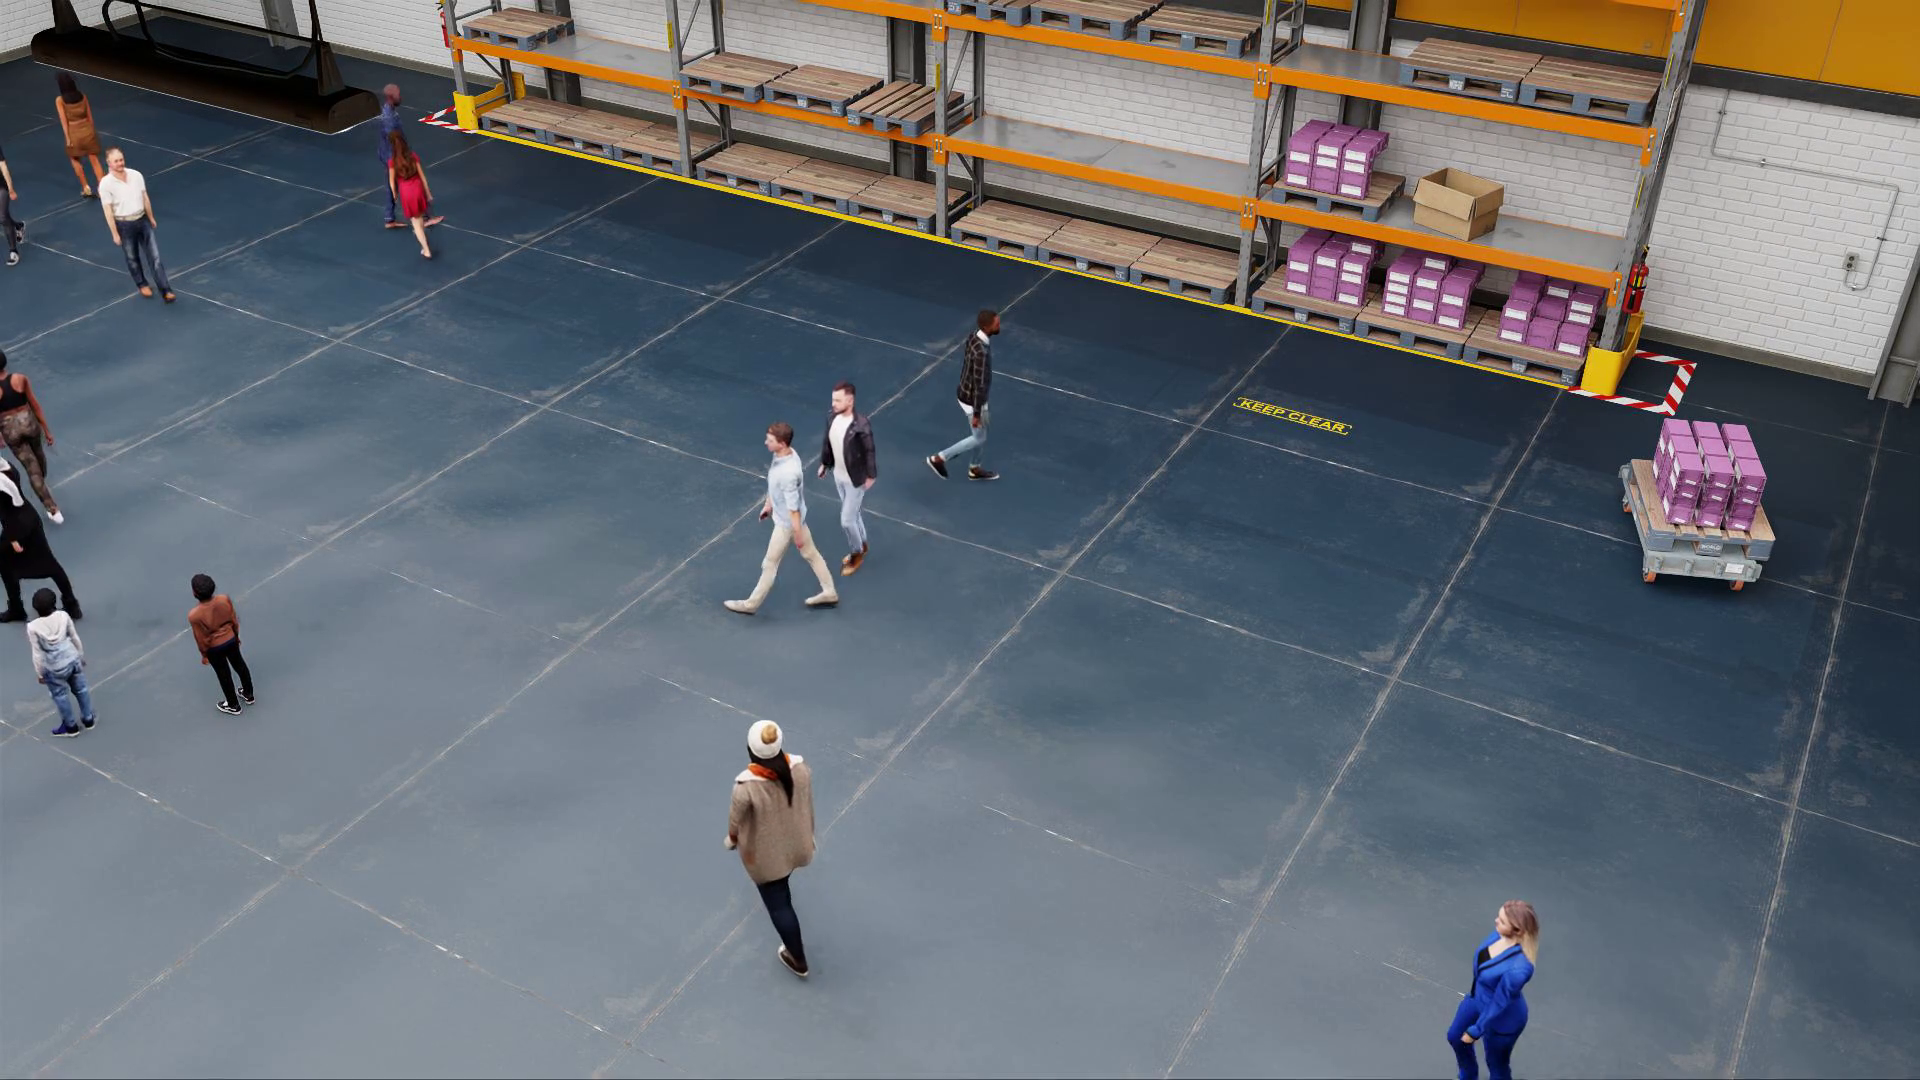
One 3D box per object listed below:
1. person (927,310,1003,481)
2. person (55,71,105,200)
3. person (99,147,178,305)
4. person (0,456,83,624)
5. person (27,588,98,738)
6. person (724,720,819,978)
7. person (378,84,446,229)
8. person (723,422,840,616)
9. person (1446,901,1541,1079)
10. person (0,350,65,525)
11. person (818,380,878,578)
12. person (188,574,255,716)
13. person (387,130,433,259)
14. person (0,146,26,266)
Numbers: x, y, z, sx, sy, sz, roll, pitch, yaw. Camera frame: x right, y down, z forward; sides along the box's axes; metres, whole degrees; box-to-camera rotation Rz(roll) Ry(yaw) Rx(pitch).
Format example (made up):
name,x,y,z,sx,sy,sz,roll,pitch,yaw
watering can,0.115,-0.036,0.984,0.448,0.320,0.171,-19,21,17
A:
name,x,y,z,sx,sy,sz,roll,pitch,yaw
person,0.030,-1.301,15.444,1.070,1.782,0.971,-4,34,-6
person,-11.227,-5.149,21.332,0.686,1.672,0.634,23,40,30
person,-9.416,-3.581,18.844,0.939,1.815,1.265,-26,41,-33
person,-7.582,-0.064,13.611,1.017,1.751,0.855,2,34,3
person,-6.825,0.926,12.580,0.562,1.243,0.610,21,39,28
person,-1.128,1.965,10.484,0.998,1.833,1.276,-23,40,-30
person,-7.079,-4.698,20.562,1.131,1.773,1.083,-8,35,-12
person,-1.310,-0.160,13.710,1.281,1.800,1.099,-3,34,-4
person,3.161,2.710,9.497,0.788,1.685,0.745,1,34,1
person,-8.412,-0.899,14.965,0.847,1.642,1.231,-26,41,-33
person,-0.883,-0.593,14.341,0.808,1.823,0.701,-27,42,-34
person,-5.687,0.788,12.778,0.467,1.254,0.517,19,38,26
person,-6.548,-4.107,19.907,0.837,1.515,1.023,-20,38,-27
person,-11.515,-4.253,19.854,0.966,1.817,0.949,0,34,1
